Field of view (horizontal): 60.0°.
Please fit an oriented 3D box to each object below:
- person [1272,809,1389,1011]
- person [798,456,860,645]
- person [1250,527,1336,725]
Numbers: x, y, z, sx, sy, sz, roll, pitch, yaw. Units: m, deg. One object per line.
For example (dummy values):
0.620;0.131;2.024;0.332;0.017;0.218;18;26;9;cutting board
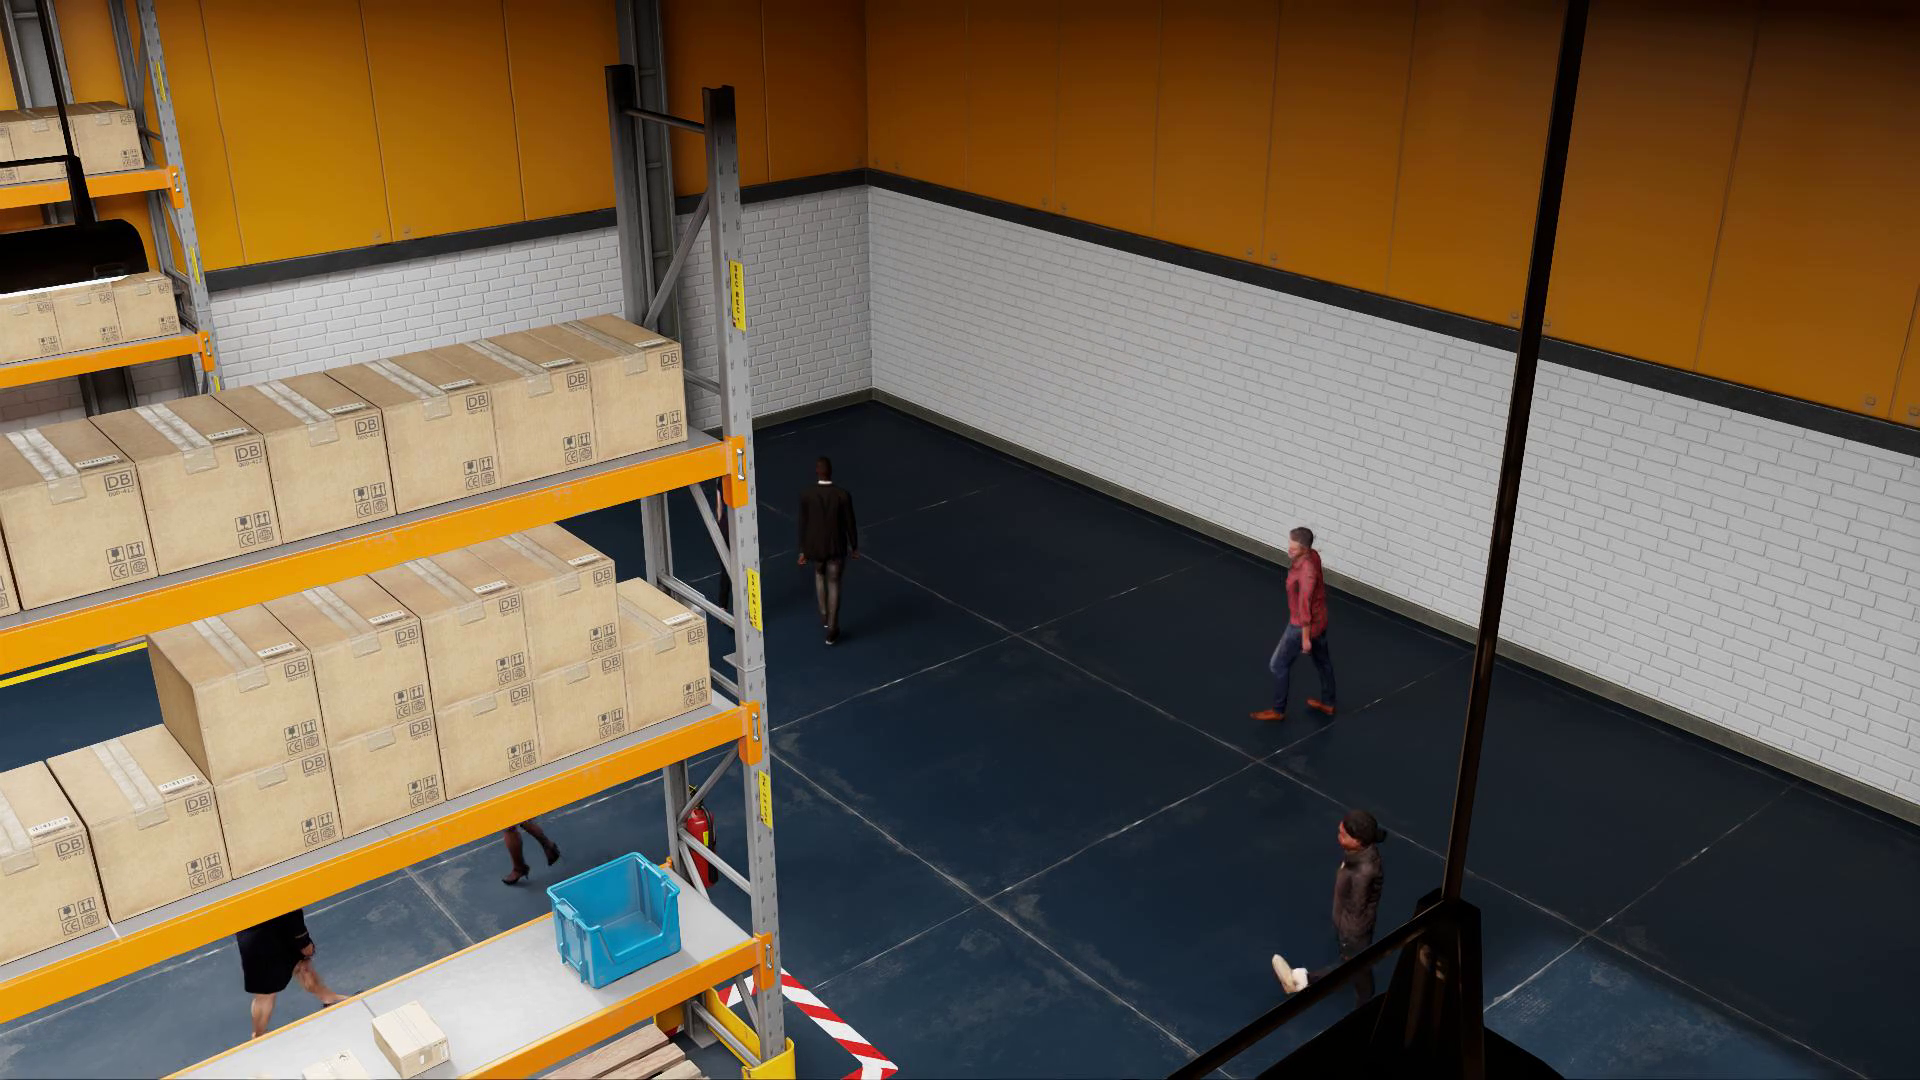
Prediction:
2.309;2.394;10.297;0.919;1.649;0.913;-1;24;-3;person
-1.241;0.126;15.320;0.920;1.783;0.980;2;24;6;person
2.967;0.707;13.983;1.057;1.788;1.011;12;26;26;person
